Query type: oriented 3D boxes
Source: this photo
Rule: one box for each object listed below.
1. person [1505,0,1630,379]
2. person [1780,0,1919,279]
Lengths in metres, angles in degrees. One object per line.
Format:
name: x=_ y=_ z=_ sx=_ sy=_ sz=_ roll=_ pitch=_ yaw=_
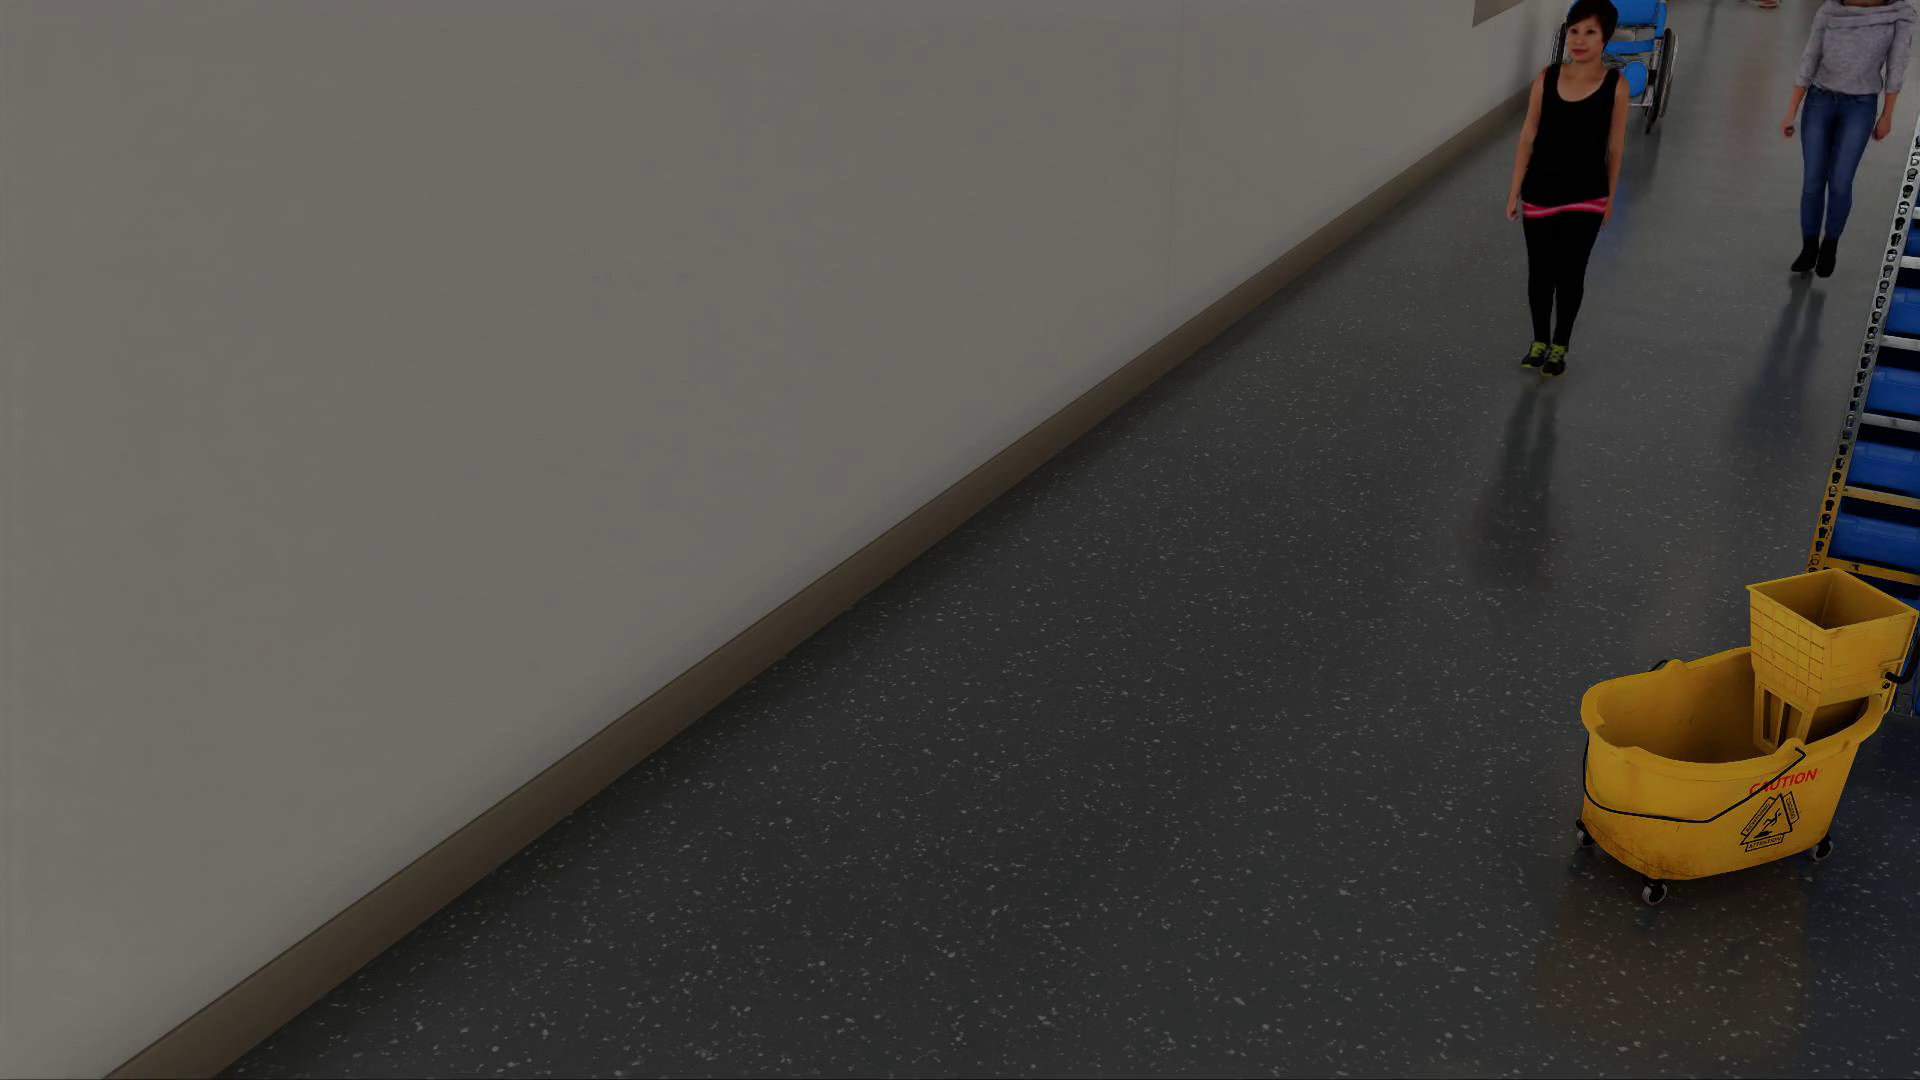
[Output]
person: x=2.535 y=-1.457 z=6.911 sx=0.530 sy=1.538 sz=0.622 roll=17 pitch=31 yaw=31
person: x=4.335 y=-2.103 z=8.162 sx=0.581 sy=1.615 sz=0.722 roll=21 pitch=33 yaw=36
